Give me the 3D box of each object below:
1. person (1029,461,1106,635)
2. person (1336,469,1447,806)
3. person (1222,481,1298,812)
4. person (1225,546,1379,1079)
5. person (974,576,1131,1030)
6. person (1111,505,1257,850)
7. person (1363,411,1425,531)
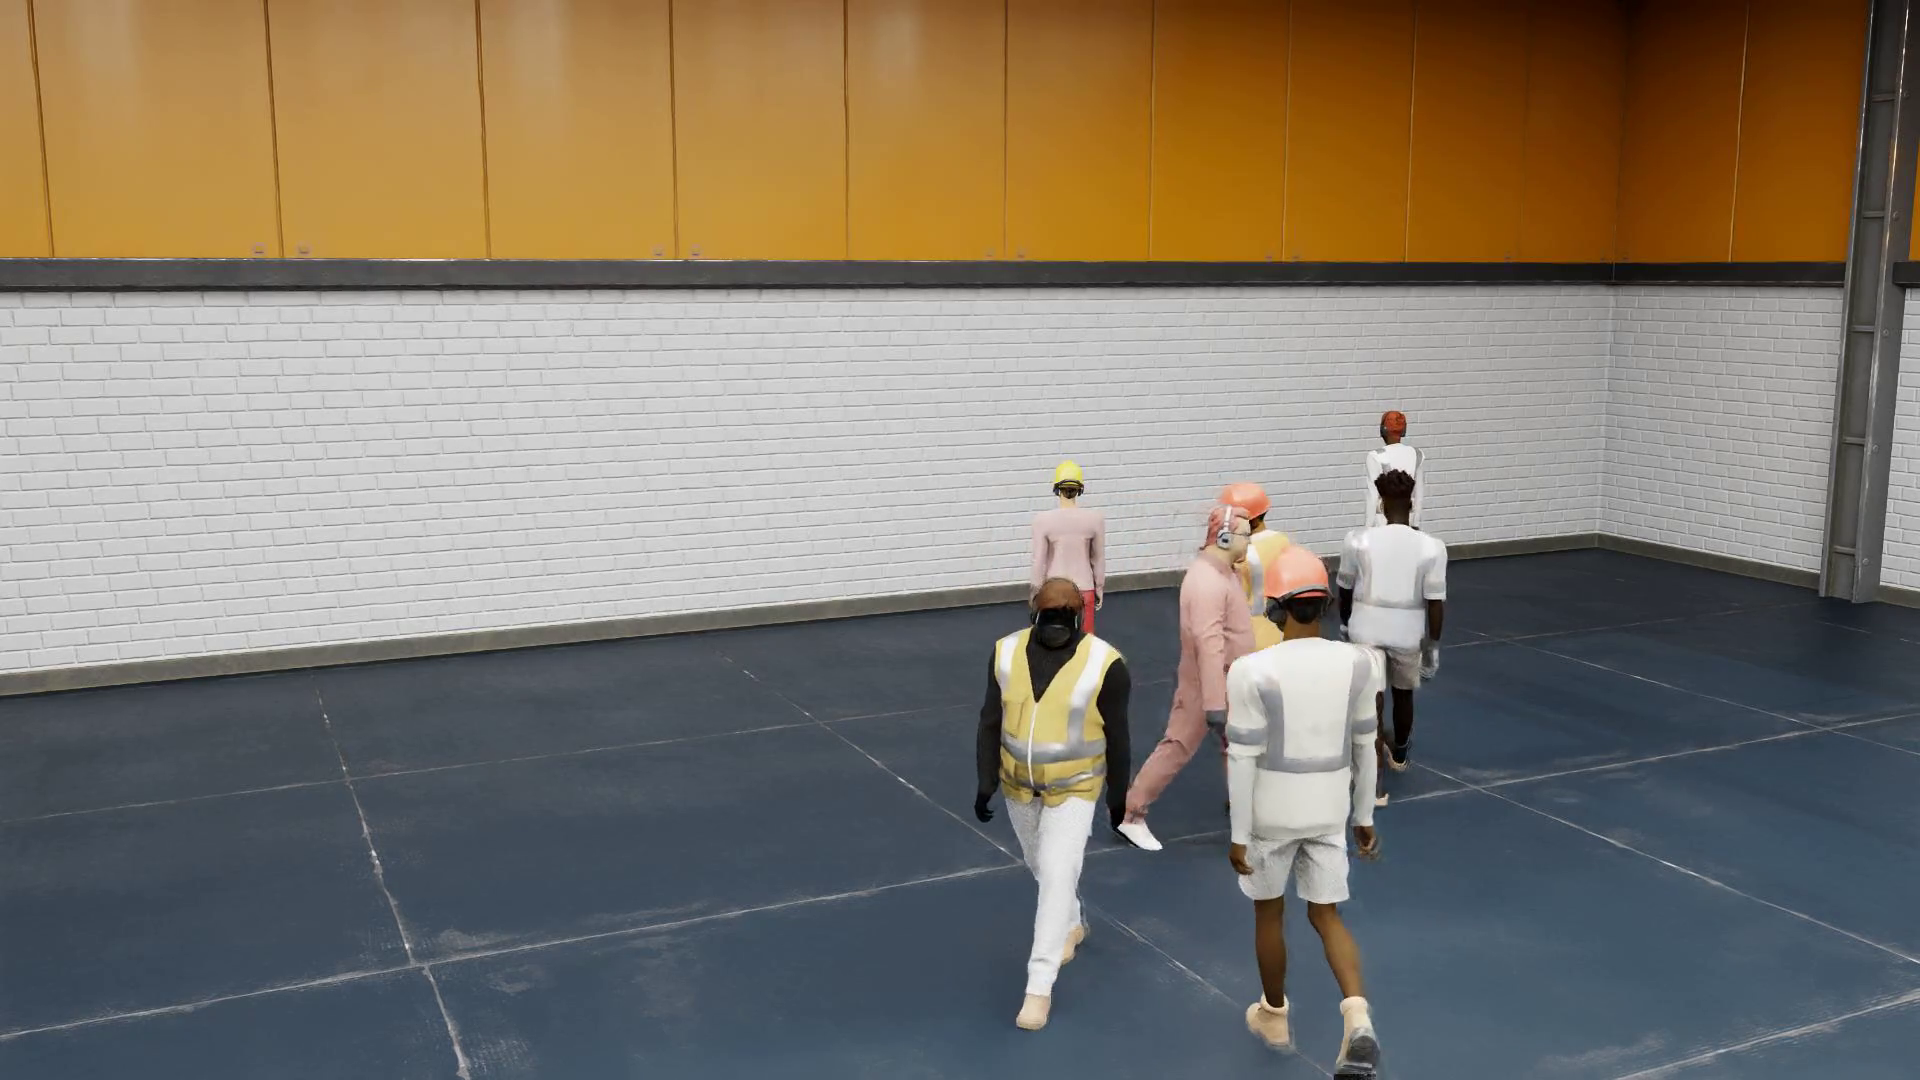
[{"bbox_3d":[0.723,0.345,11.278,0.535,1.767,0.316,-2,9,-13],"label":"person"},{"bbox_3d":[2.499,0.529,9.726,0.605,1.890,1.065,2,9,9],"label":"person"},{"bbox_3d":[1.719,0.597,9.371,0.620,1.889,0.469,-7,11,-37],"label":"person"},{"bbox_3d":[1.296,1.037,6.218,0.629,2.018,0.800,-2,9,-12],"label":"person"},{"bbox_3d":[0.388,1.025,6.997,0.618,1.793,0.938,5,10,29],"label":"person"},{"bbox_3d":[1.283,0.736,8.640,1.040,1.852,0.660,3,10,17],"label":"person"},{"bbox_3d":[3.616,-0.143,13.942,0.584,1.882,0.337,-4,10,-24],"label":"person"}]
